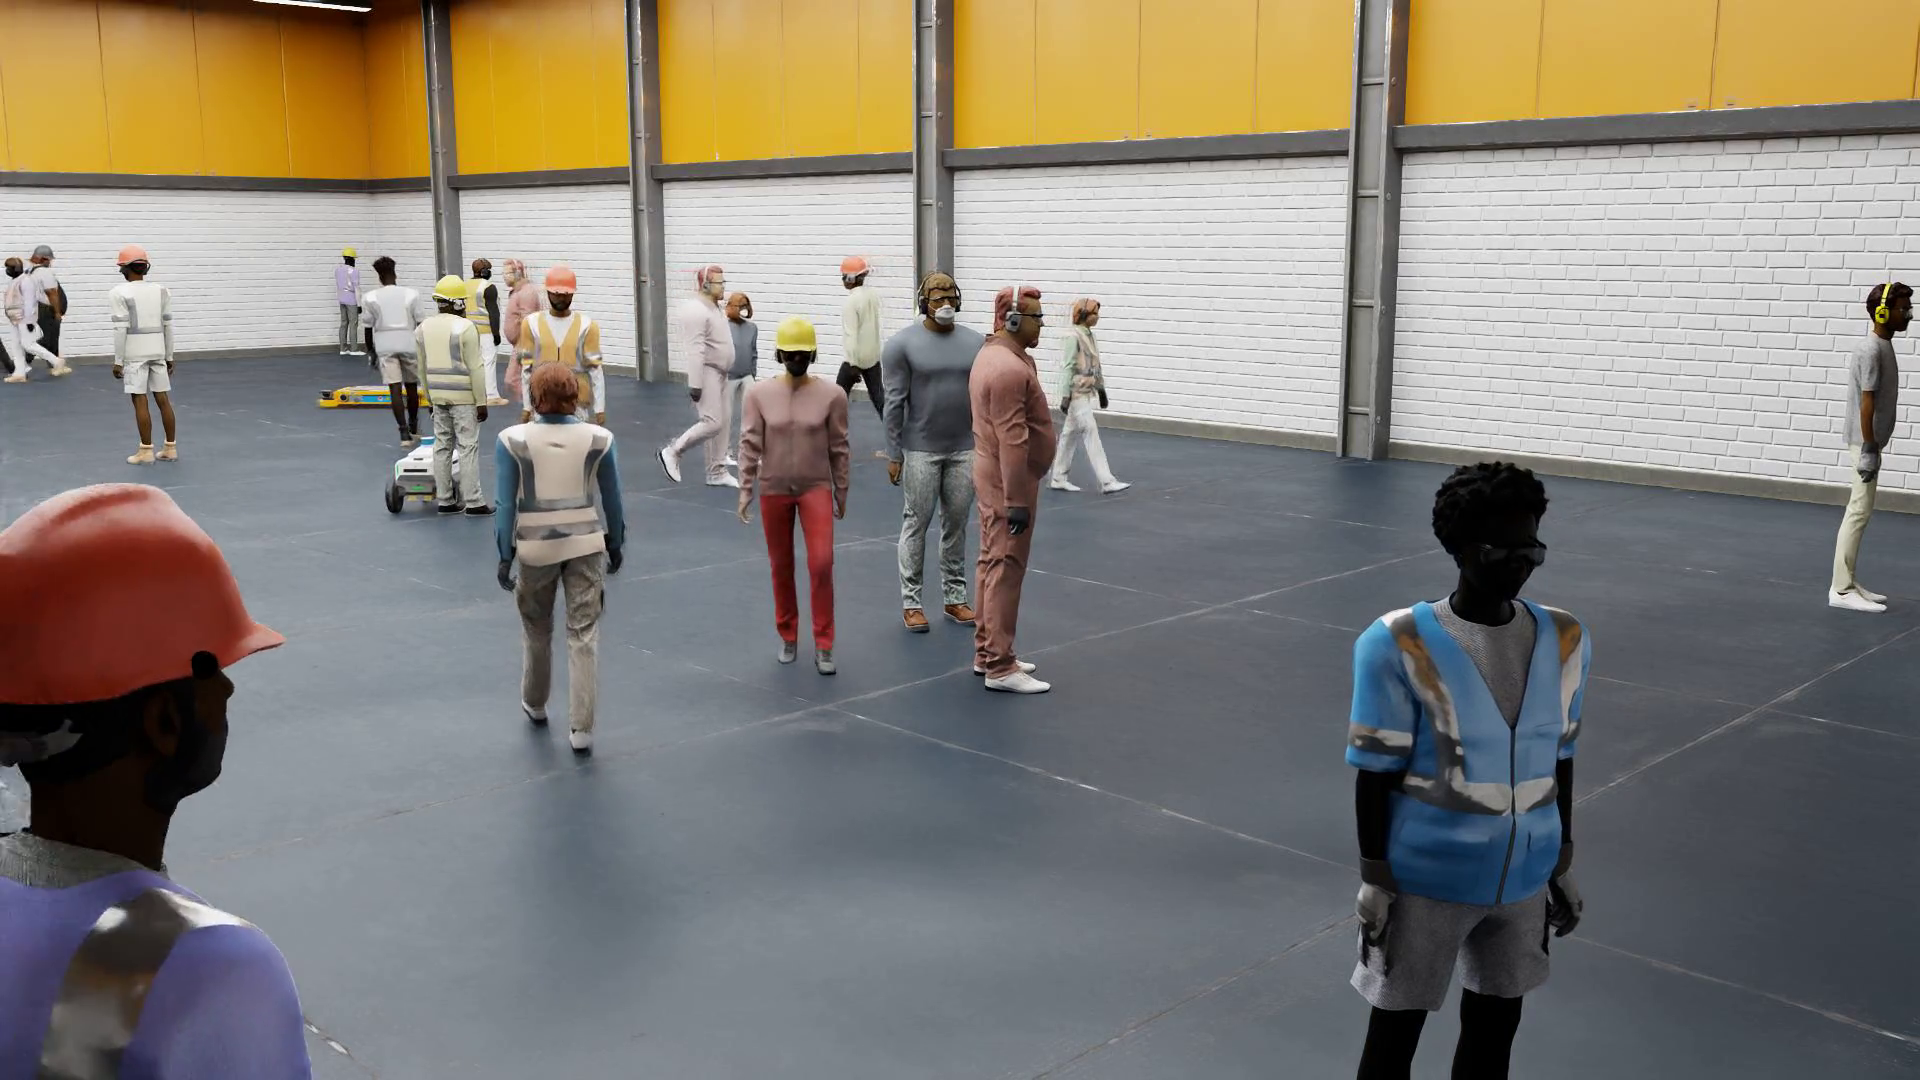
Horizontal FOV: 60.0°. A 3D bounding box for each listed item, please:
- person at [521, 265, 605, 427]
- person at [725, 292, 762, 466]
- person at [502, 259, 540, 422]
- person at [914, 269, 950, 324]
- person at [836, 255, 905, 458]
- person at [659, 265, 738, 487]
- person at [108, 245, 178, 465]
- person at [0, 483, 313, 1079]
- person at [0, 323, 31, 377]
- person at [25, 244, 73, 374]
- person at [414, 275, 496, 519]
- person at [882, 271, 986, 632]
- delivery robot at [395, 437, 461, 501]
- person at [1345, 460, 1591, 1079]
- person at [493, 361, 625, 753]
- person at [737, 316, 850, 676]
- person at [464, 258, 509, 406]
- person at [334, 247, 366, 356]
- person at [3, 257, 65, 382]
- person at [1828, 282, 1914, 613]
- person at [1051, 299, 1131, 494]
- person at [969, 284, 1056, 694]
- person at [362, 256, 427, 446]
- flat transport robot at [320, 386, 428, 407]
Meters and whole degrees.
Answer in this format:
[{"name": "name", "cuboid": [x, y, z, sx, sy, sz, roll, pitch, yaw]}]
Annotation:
[{"name": "person", "cuboid": [-2.784, -0.956, 11.671, 0.578, 1.920, 0.654, -2, 11, -11]}, {"name": "person", "cuboid": [-2.015, -1.464, 15.315, 0.510, 1.611, 0.653, -9, 13, -39]}, {"name": "person", "cuboid": [-4.658, -2.052, 17.776, 0.490, 1.882, 0.660, -4, 11, -21]}, {"name": "person", "cuboid": [-0.203, -1.422, 14.441, 0.429, 1.841, 0.633, 0, 10, 0]}, {"name": "person", "cuboid": [-0.983, -1.745, 15.957, 1.045, 1.941, 0.618, 6, 12, 30]}, {"name": "person", "cuboid": [-2.171, -1.368, 14.036, 0.616, 1.890, 0.648, 1, 10, 8]}, {"name": "person", "cuboid": [-7.632, -1.718, 15.506, 0.391, 2.040, 0.615, 5, 12, 27]}, {"name": "person", "cuboid": [-0.789, 0.890, 1.699, 0.545, 1.891, 1.006, 7, 13, 34]}, {"name": "person", "cuboid": [-14.414, -3.302, 24.641, 0.613, 1.863, 1.005, 10, 14, 44]}, {"name": "person", "cuboid": [-14.005, -3.513, 25.300, 0.685, 2.000, 0.793, 10, 14, 42]}, {"name": "person", "cuboid": [-3.800, -1.076, 12.572, 0.587, 1.835, 0.403, 5, 12, 26]}, {"name": "person", "cuboid": [-0.114, -0.477, 9.019, 0.635, 1.938, 0.359, -5, 12, -27]}, {"name": "delivery robot", "cuboid": [-4.153, -0.562, 13.006, 0.477, 0.478, 0.707, 0, 10, -1]}, {"name": "person", "cuboid": [1.026, 0.678, 3.381, 0.532, 1.698, 0.319, -3, 11, -15]}, {"name": "person", "cuboid": [-1.697, 0.049, 7.043, 0.549, 1.601, 0.792, -4, 11, -20]}, {"name": "person", "cuboid": [-0.809, -0.209, 8.109, 0.547, 1.743, 0.702, 0, 10, -2]}, {"name": "person", "cuboid": [-5.988, -2.611, 20.925, 0.624, 1.845, 0.430, 8, 13, 38]}, {"name": "person", "cuboid": [-10.854, -4.241, 29.615, 0.580, 1.918, 0.401, 6, 12, 30]}, {"name": "person", "cuboid": [-13.591, -3.213, 24.270, 0.634, 1.823, 0.715, 10, 14, 43]}, {"name": "person", "cuboid": [5.222, -0.532, 9.515, 0.312, 1.869, 0.537, 6, 12, 30]}, {"name": "person", "cuboid": [1.101, -1.173, 13.704, 0.796, 1.599, 0.550, 4, 11, 21]}, {"name": "person", "cuboid": [0.253, -0.243, 7.841, 0.402, 1.904, 0.652, -1, 10, -7]}, {"name": "person", "cuboid": [-5.788, -1.951, 17.145, 0.680, 1.904, 0.972, -4, 11, -22]}, {"name": "flat transport robot", "cuboid": [-7.184, -1.804, 20.808, 1.431, 0.197, 0.652, 0, 10, -3]}]
